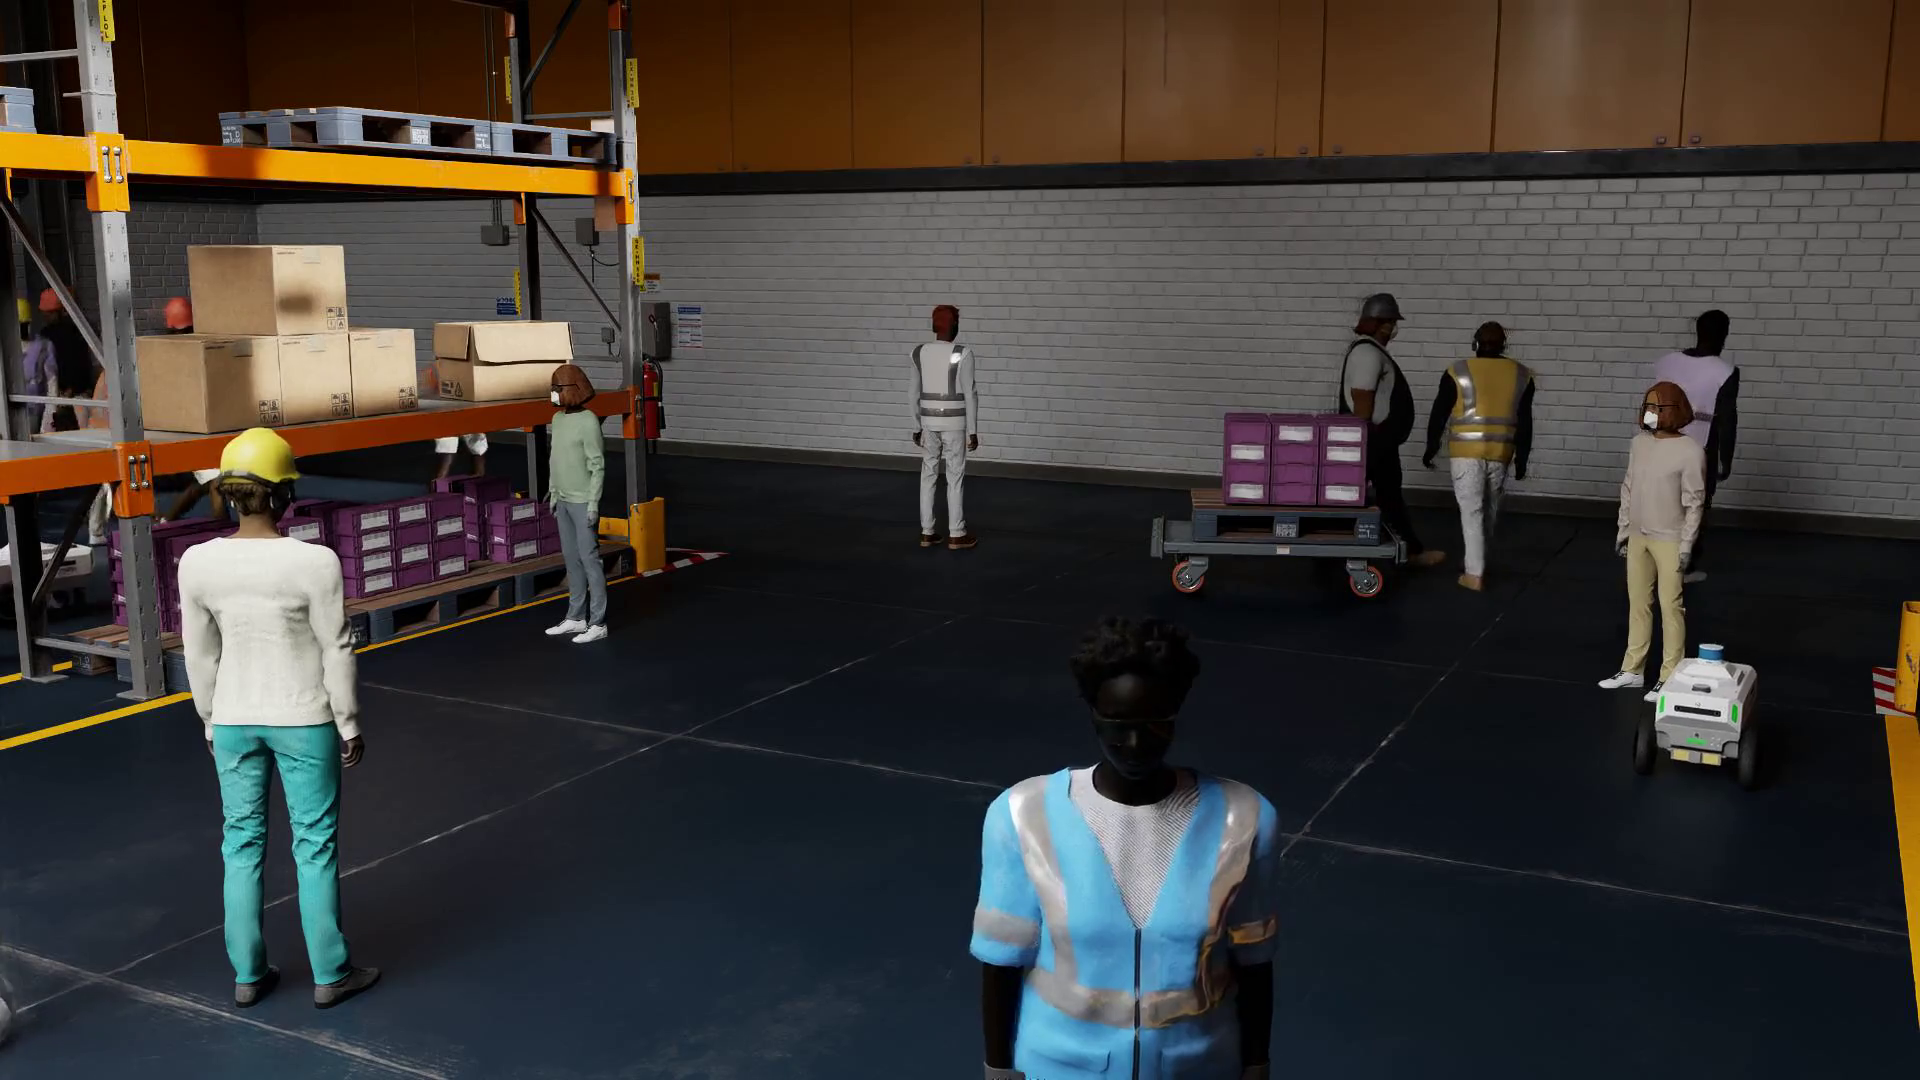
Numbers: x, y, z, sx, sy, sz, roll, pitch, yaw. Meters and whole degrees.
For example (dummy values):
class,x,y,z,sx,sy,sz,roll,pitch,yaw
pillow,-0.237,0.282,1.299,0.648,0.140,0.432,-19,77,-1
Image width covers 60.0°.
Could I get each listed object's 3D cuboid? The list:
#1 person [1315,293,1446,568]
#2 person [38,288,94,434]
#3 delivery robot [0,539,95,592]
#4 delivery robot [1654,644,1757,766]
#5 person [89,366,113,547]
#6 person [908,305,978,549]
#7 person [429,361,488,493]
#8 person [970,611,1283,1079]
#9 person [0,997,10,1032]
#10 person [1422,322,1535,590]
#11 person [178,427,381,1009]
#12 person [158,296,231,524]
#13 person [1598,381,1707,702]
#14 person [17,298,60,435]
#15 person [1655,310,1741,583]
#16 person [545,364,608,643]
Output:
class,x,y,z,sx,sy,sz,roll,pitch,yaw
person,3.074,-0.824,12.146,0.930,2.000,0.695,1,10,9
person,-8.721,-1.448,16.073,0.601,1.934,0.983,3,10,17
delivery robot,-5.803,0.178,10.368,0.477,0.478,0.707,8,12,38
delivery robot,3.298,0.702,7.338,0.477,0.478,0.707,6,11,30
person,-6.520,-0.745,12.899,0.593,1.605,0.611,-6,12,-32
person,-0.118,-0.872,12.876,0.587,1.882,0.341,6,11,29
person,-4.359,-1.025,14.413,0.535,1.666,0.839,1,10,8
person,0.298,0.948,2.890,0.567,1.689,0.321,0,10,0
person,-2.944,0.641,4.285,0.529,1.831,0.953,3,10,19
person,3.559,-0.596,11.518,0.643,1.806,0.828,-1,10,-4
person,-2.052,0.546,5.009,0.525,1.770,0.307,1,10,5
person,-5.572,-0.778,12.058,0.975,1.984,0.703,3,10,15
person,3.562,0.006,8.513,0.279,1.634,0.498,-4,11,-22
person,-8.258,-1.177,14.670,0.605,1.871,0.966,-7,12,-35
person,5.010,-0.627,11.416,0.483,1.896,0.613,-7,12,-34
person,-2.268,-0.217,9.805,0.275,1.632,0.507,-9,13,-42
